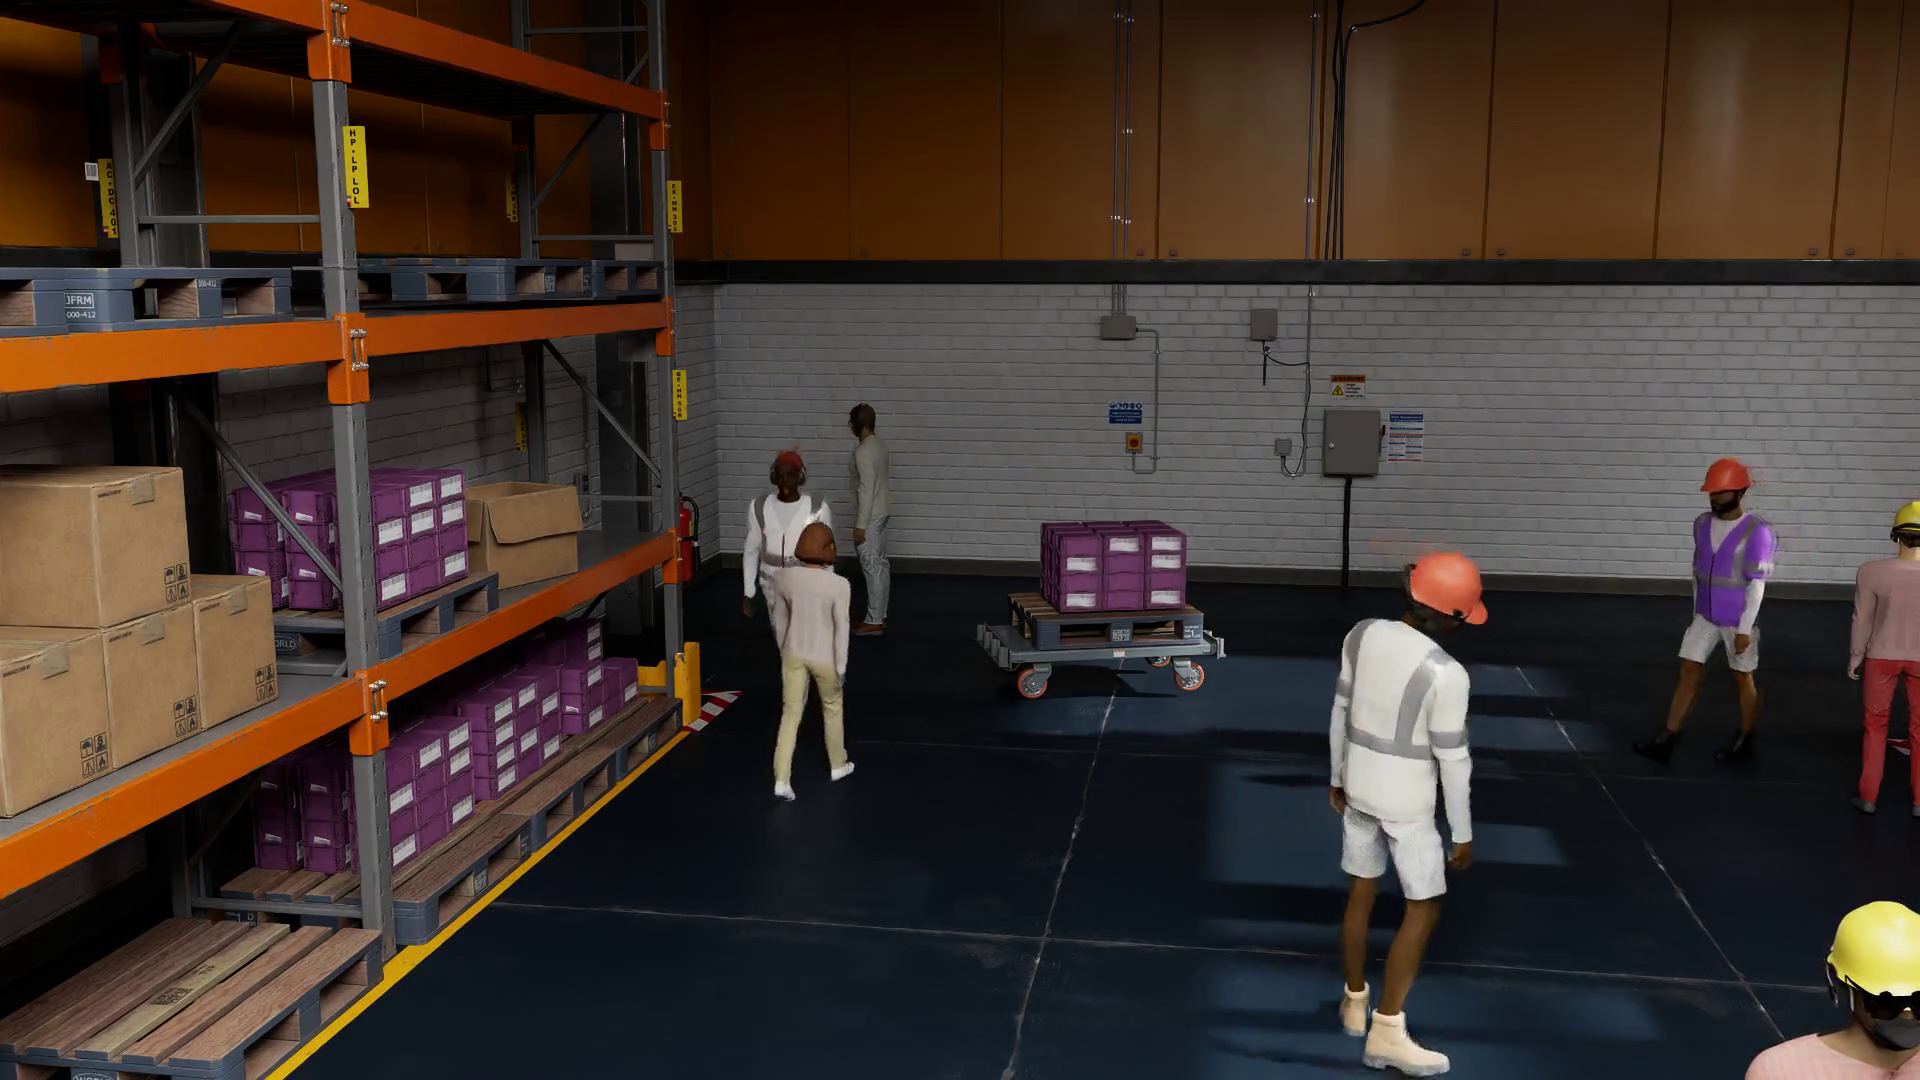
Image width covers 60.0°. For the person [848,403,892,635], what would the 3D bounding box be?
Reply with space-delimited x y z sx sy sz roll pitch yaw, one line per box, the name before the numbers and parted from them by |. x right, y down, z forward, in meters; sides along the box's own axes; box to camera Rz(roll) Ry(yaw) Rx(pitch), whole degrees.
person | -0.764 -0.171 13.880 0.376 1.936 0.627 2 9 10

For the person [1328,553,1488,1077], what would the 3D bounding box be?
person | 1.674 1.019 6.394 0.438 1.990 0.734 -6 11 -31

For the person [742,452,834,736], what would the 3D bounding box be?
person | -1.144 0.345 10.980 0.573 1.833 0.988 2 9 10

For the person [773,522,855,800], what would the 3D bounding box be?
person | -0.869 0.687 9.627 0.515 1.594 0.836 3 10 16

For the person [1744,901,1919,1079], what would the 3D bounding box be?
person | 1.874 1.599 3.477 0.533 1.768 0.310 0 9 -2

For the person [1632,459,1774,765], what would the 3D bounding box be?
person | 4.548 0.465 10.068 0.947 1.892 0.574 -5 10 -26

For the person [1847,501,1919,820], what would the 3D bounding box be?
person | 5.225 0.666 9.237 0.532 1.767 0.328 4 10 21
